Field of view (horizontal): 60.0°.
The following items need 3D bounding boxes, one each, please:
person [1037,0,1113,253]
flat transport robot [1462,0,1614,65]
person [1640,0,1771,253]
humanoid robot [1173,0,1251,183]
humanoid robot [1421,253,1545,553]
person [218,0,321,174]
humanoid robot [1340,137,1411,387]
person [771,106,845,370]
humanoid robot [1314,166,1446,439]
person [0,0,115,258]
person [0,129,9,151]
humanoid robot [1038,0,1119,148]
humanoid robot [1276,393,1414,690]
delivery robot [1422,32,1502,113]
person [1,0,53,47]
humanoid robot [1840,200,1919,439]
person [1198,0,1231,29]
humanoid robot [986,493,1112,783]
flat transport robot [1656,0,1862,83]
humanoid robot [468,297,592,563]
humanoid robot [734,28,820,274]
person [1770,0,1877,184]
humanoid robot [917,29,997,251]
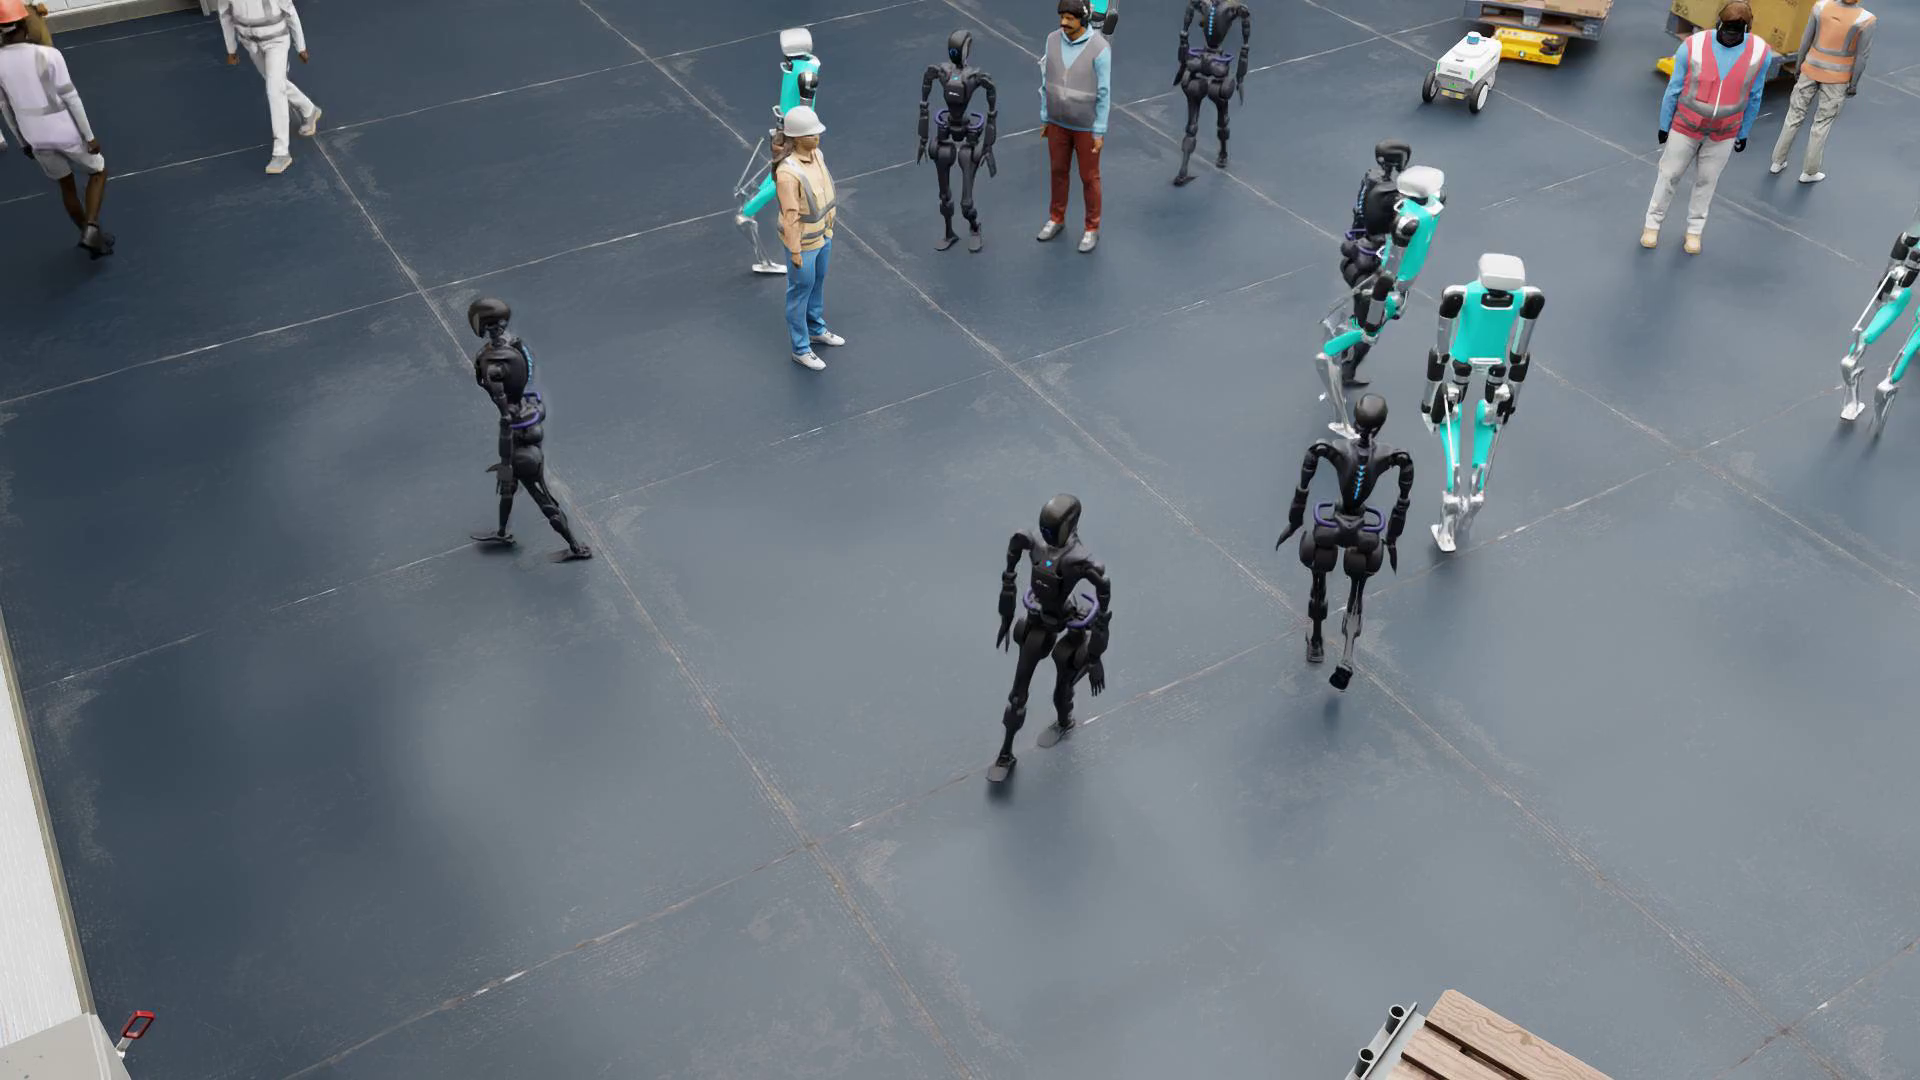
[{"bbox_3d":[0.817,-2.959,11.742,0.533,1.870,0.417,21,43,25],"label":"person"},{"bbox_3d":[5.288,-4.745,15.278,0.659,0.231,1.431,16,41,19],"label":"flat transport robot"},{"bbox_3d":[5.233,-2.895,11.692,0.630,1.837,0.431,10,39,12],"label":"person"},{"bbox_3d":[1.904,-3.560,12.687,0.591,1.640,0.686,19,42,22],"label":"humanoid robot"},{"bbox_3d":[2.765,-0.603,8.889,0.535,1.825,0.725,0,38,0],"label":"humanoid robot"},{"bbox_3d":[-5.389,-3.896,12.946,0.586,1.842,0.951,7,39,8],"label":"person"},{"bbox_3d":[2.542,-1.710,10.320,0.311,1.650,0.601,-10,39,-12],"label":"humanoid robot"},{"bbox_3d":[-0.986,-1.930,10.550,0.361,1.732,0.488,14,40,17],"label":"person"},{"bbox_3d":[2.366,-1.440,9.940,0.794,1.796,0.531,23,44,26],"label":"humanoid robot"},{"bbox_3d":[-6.288,-2.808,11.508,0.569,1.918,0.509,-2,38,-2],"label":"person"},{"bbox_3d":[-7.876,-3.907,12.951,0.391,1.847,0.563,-22,44,-26],"label":"person"},{"bbox_3d":[0.876,-3.856,12.868,0.735,1.677,0.533,-12,40,-15],"label":"humanoid robot"},{"bbox_3d":[1.867,0.020,8.146,0.599,1.642,0.561,6,39,8],"label":"humanoid robot"},{"bbox_3d":[4.295,-3.989,14.104,0.499,0.606,0.794,23,44,26],"label":"delivery robot"},{"bbox_3d":[-7.770,-4.372,13.616,0.579,1.748,0.409,14,41,17],"label":"person"},{"bbox_3d":[5.558,-1.328,9.859,0.744,1.880,0.548,-21,43,-24],"label":"humanoid robot"},{"bbox_3d":[2.348,-5.473,15.003,0.552,1.735,0.412,-30,47,-33],"label":"person"},{"bbox_3d":[0.410,0.448,7.614,0.588,1.639,0.645,20,43,24],"label":"humanoid robot"},{"bbox_3d":[6.928,-4.205,14.598,1.431,0.231,0.659,-13,40,-16],"label":"flat transport robot"},{"bbox_3d":[-2.418,-0.543,8.867,0.737,1.631,0.593,-5,39,-6],"label":"humanoid robot"},{"bbox_3d":[-1.321,-2.562,11.383,0.797,1.816,0.536,-10,40,-13],"label":"humanoid robot"},{"bbox_3d":[6.564,-3.513,12.619,0.307,1.641,0.513,-28,46,-31],"label":"person"},{"bbox_3d":[-0.026,-2.786,11.671,0.600,1.645,0.340,9,39,11],"label":"humanoid robot"}]
